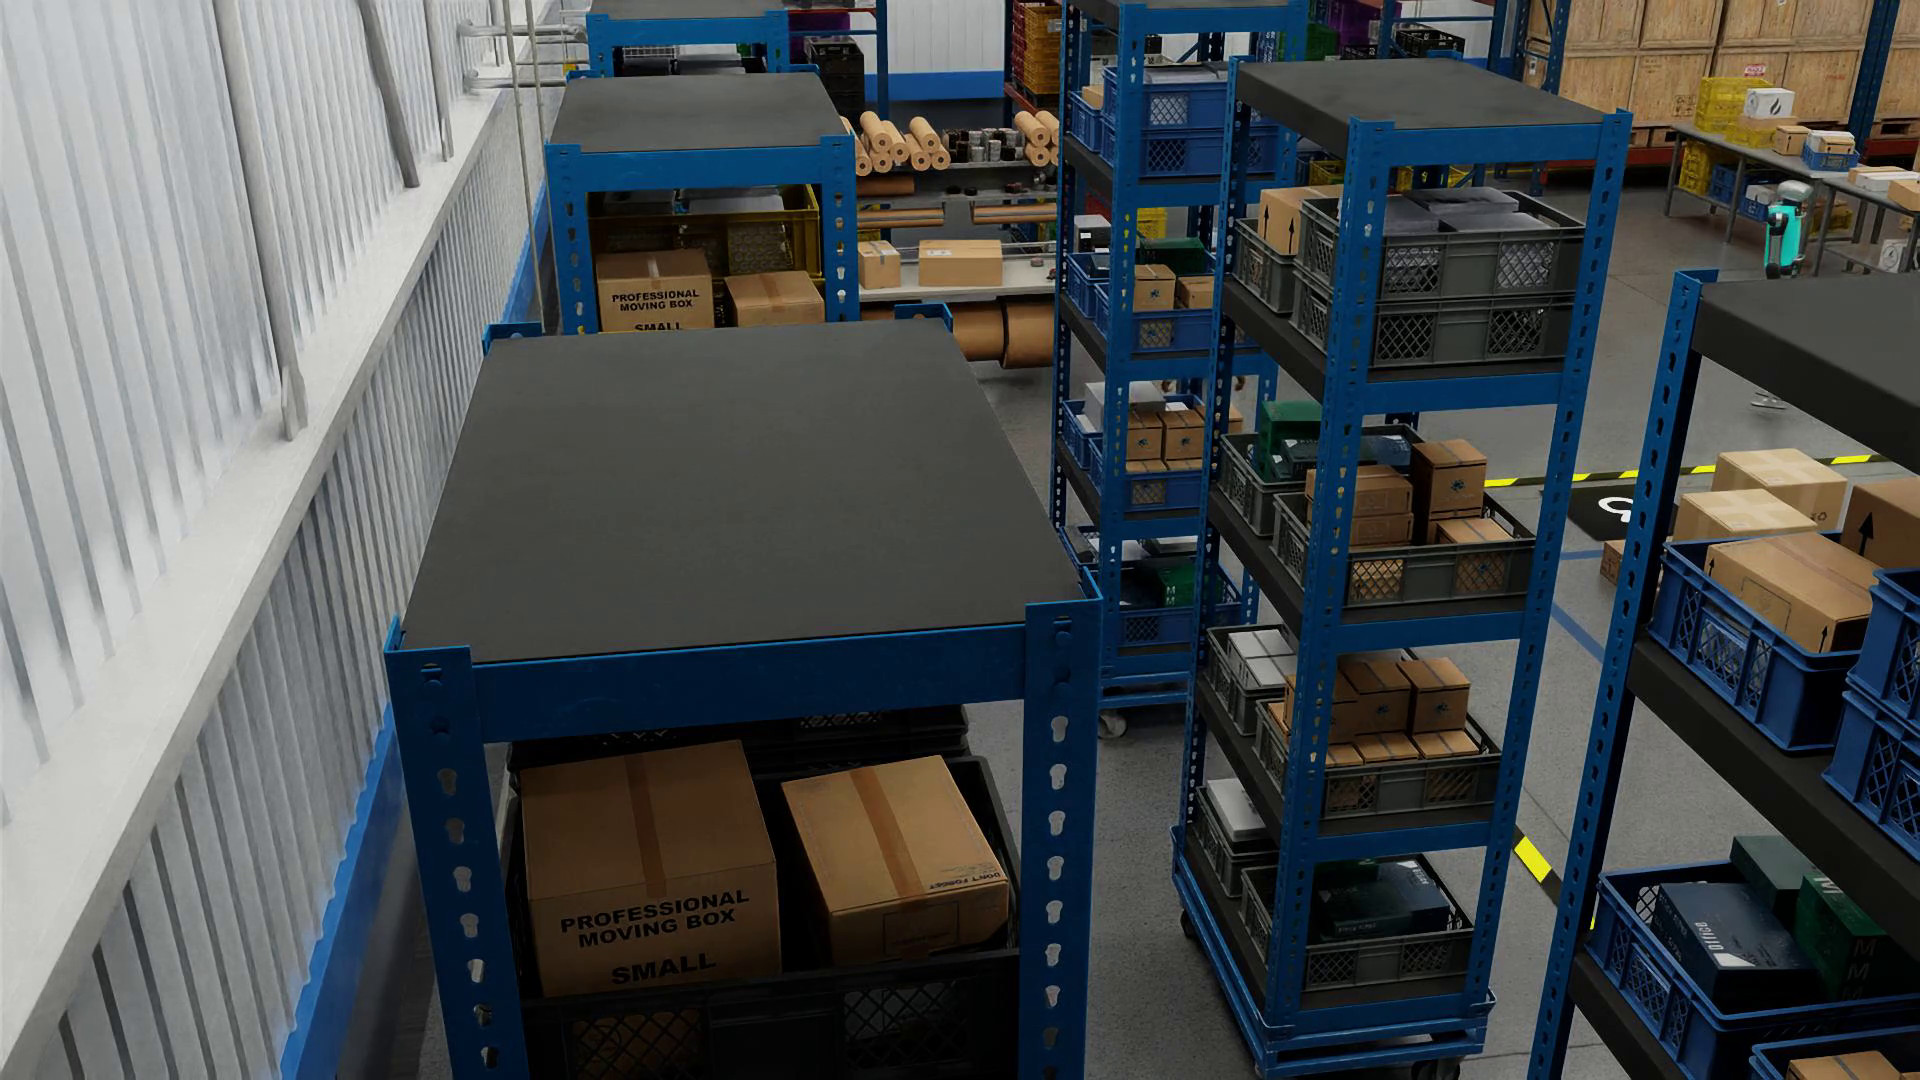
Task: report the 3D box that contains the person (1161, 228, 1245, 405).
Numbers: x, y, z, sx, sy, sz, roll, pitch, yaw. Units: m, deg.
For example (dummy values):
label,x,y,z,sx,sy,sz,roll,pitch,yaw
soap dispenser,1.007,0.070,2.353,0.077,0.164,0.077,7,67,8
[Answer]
label,x,y,z,sx,sy,sz,roll,pitch,yaw
person,1.591,-1.119,10.838,0.590,1.851,0.400,-4,25,-8

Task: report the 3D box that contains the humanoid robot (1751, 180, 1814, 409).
label,x,y,z,sx,sy,sz,roll,pitch,yaw
humanoid robot,6.217,-1.773,12.234,0.735,1.677,0.533,17,30,33
